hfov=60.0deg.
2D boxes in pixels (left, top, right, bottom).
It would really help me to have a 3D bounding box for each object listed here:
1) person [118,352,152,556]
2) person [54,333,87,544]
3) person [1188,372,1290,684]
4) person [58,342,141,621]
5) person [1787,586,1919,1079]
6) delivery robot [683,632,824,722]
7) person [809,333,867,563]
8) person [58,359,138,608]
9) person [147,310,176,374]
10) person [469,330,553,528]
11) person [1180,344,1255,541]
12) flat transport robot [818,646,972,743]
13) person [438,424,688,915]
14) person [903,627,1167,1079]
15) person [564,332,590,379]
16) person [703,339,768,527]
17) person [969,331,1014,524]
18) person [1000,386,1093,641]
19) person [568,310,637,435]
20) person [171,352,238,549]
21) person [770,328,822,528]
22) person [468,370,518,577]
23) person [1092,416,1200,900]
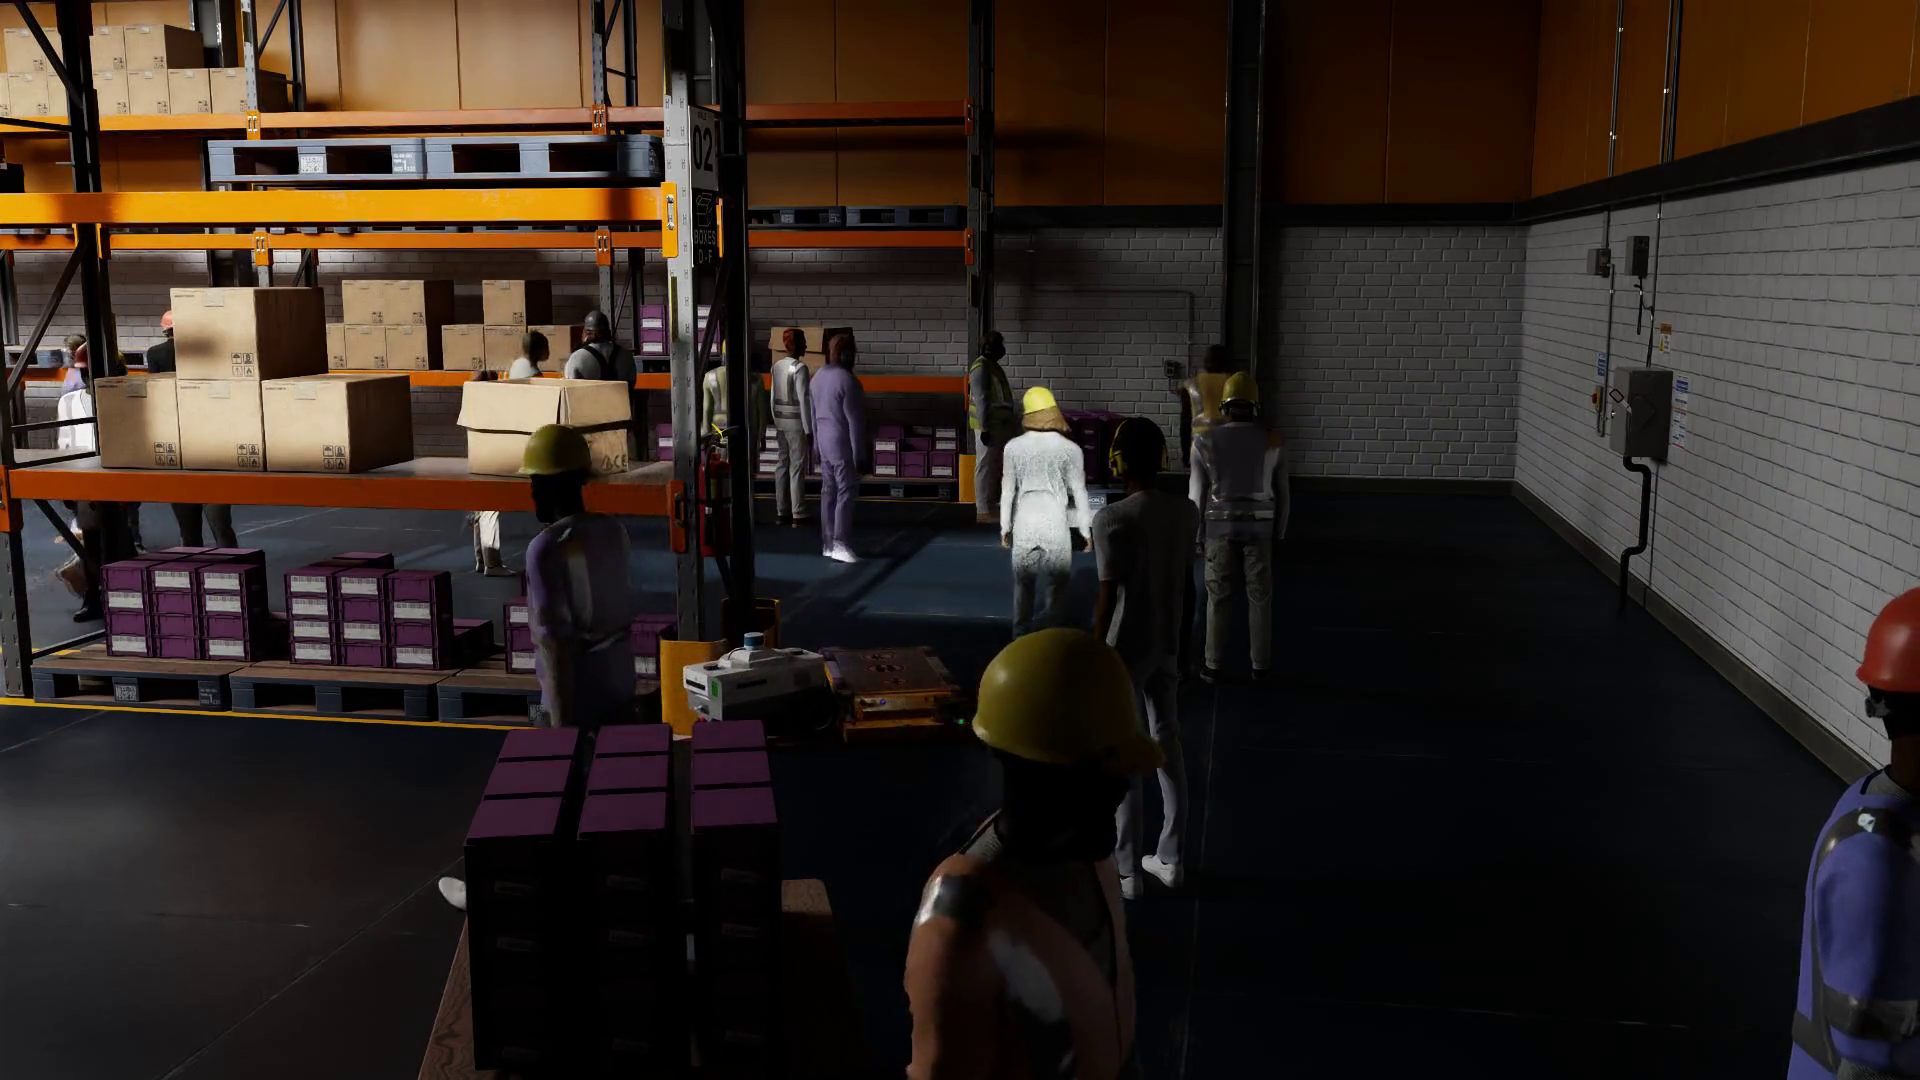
[{"bbox_3d":[-7.065,-0.715,13.967,0.320,1.769,0.523,7,12,39],"label":"person"},{"bbox_3d":[-7.664,-0.874,14.596,0.557,1.895,0.684,-6,11,-31],"label":"person"},{"bbox_3d":[1.621,-0.062,9.714,0.586,1.833,0.403,0,9,2],"label":"person"},{"bbox_3d":[-5.931,-0.404,11.500,0.543,1.941,0.352,-2,9,-9],"label":"person"},{"bbox_3d":[1.530,1.016,2.698,0.355,1.940,0.542,6,11,32],"label":"person"},{"bbox_3d":[-1.056,0.718,8.535,0.707,0.478,0.477,-7,12,-39],"label":"delivery robot"},{"bbox_3d":[-0.975,-0.771,13.895,0.403,1.907,0.652,-7,11,-37],"label":"person"},{"bbox_3d":[-6.097,-0.383,11.741,0.555,1.824,0.645,-1,9,-6],"label":"person"},{"bbox_3d":[-8.435,-1.480,17.998,0.622,1.996,0.370,-6,11,-32],"label":"person"},{"bbox_3d":[-3.999,-0.966,15.139,0.970,1.899,0.634,-6,11,-32],"label":"person"},{"bbox_3d":[2.213,-0.779,14.291,0.641,1.806,0.890,1,9,6],"label":"person"},{"bbox_3d":[-0.389,0.814,9.110,0.652,0.197,1.431,-2,9,-10],"label":"flat transport robot"},{"bbox_3d":[-1.405,0.522,5.969,1.013,1.868,0.620,3,10,19],"label":"person"},{"bbox_3d":[0.058,1.046,2.686,0.915,1.892,0.623,3,10,20],"label":"person"},{"bbox_3d":[-3.723,-1.221,16.890,0.989,1.826,0.670,4,10,25],"label":"person"},{"bbox_3d":[-2.115,-1.022,15.678,0.600,1.828,0.404,-1,9,-8],"label":"person"},{"bbox_3d":[0.307,-1.089,16.053,0.429,1.847,0.622,2,9,13],"label":"person"},{"bbox_3d":[0.523,-0.062,10.038,0.552,1.726,0.320,4,10,22],"label":"person"},{"bbox_3d":[-3.549,-1.238,16.363,0.681,2.000,0.538,-6,11,-35],"label":"person"},{"bbox_3d":[-5.421,-0.462,11.865,0.637,1.937,0.357,1,9,4],"label":"person"},{"bbox_3d":[-1.572,-1.057,15.733,0.360,1.883,0.574,-7,11,-37],"label":"person"},{"bbox_3d":[-3.740,-0.528,13.199,0.307,1.641,0.513,-5,10,-28],"label":"person"},{"bbox_3d":[0.685,0.454,6.420,0.520,1.865,0.328,-6,11,-32],"label":"person"}]
